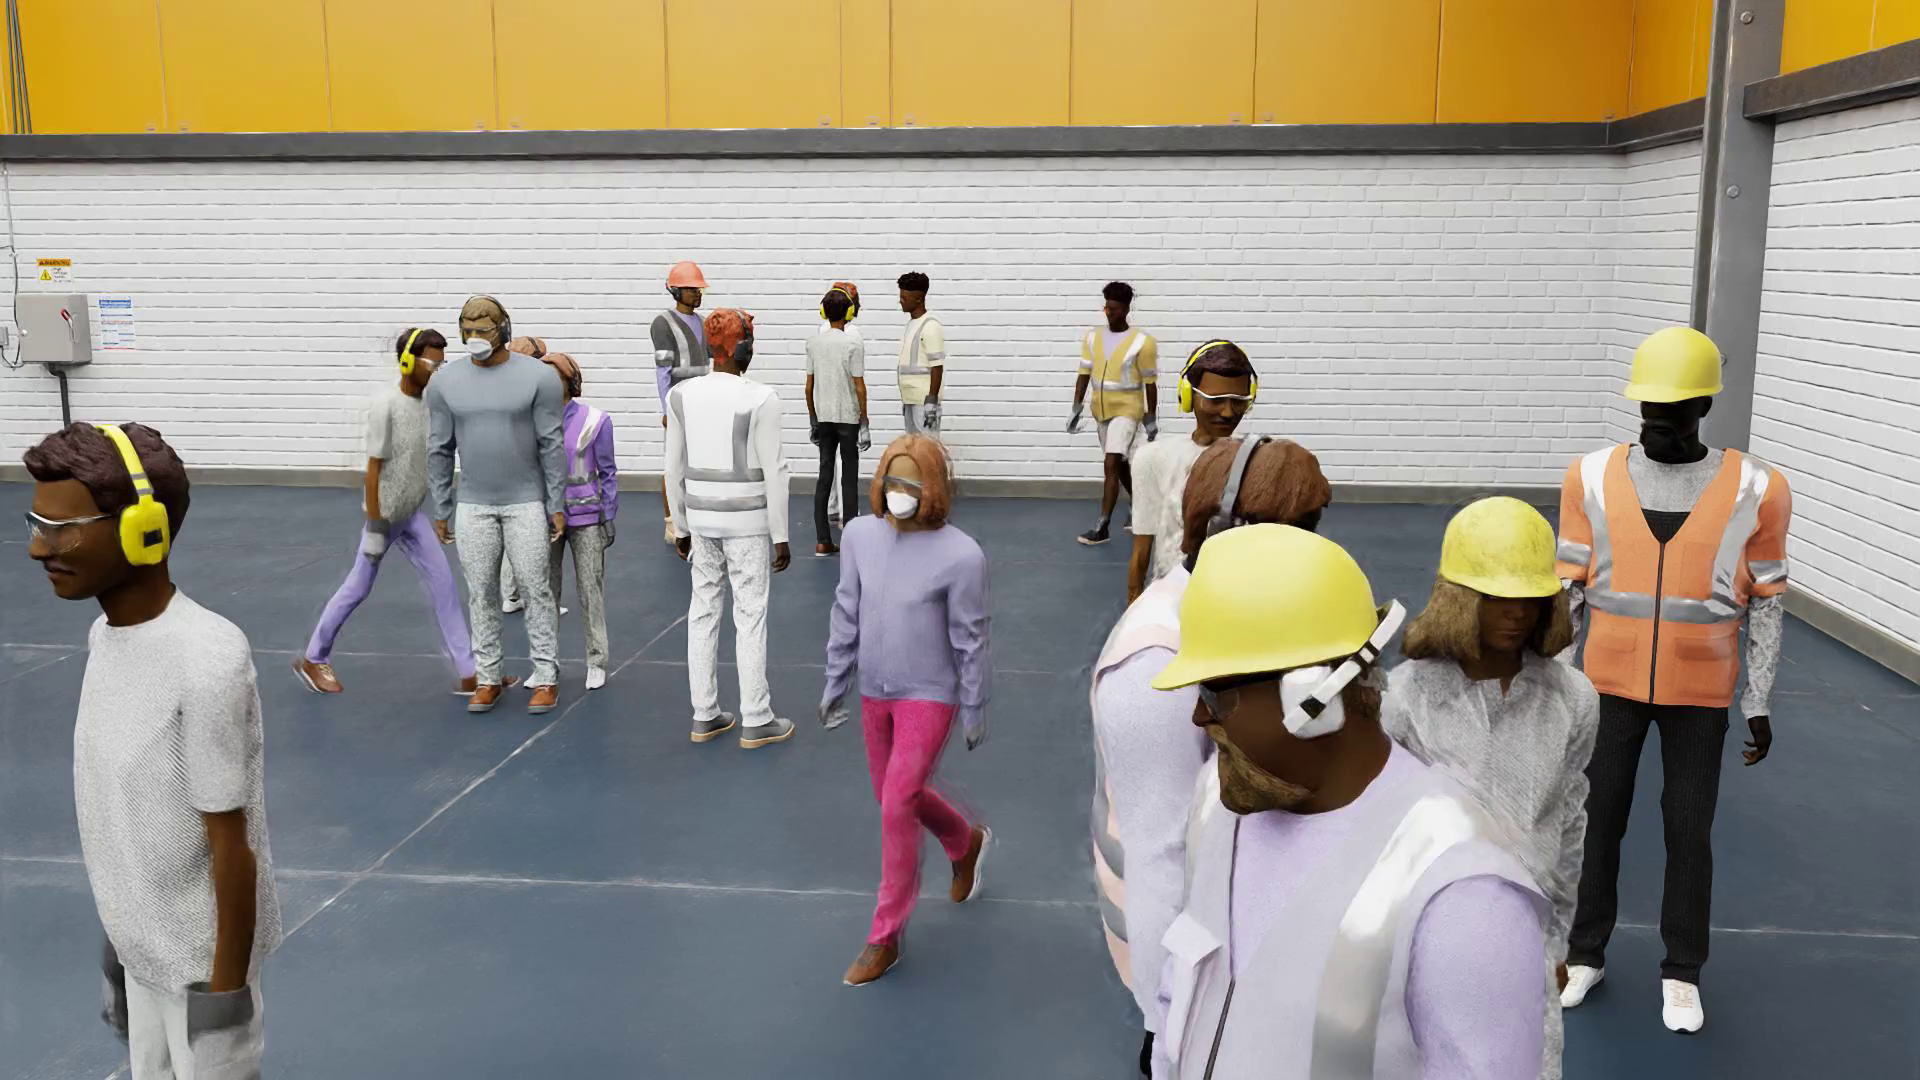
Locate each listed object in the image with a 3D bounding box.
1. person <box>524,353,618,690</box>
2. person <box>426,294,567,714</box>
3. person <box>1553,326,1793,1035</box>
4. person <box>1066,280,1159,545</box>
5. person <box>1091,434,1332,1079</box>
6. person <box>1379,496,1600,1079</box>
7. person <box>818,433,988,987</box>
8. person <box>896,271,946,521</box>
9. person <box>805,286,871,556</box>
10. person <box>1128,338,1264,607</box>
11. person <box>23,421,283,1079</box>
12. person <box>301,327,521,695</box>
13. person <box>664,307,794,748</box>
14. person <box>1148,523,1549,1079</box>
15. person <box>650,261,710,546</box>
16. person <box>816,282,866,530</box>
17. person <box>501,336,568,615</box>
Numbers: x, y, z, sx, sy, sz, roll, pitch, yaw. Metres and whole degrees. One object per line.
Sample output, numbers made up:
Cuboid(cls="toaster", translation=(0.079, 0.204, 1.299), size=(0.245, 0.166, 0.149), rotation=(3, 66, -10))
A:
Cuboid(cls="person", translation=(-1.913, -0.086, 8.052), size=(0.523, 1.639, 0.309), rotation=(1, 10, 4))
Cuboid(cls="person", translation=(-2.120, -0.157, 7.646), size=(0.635, 1.928, 0.382), rotation=(0, 10, -1))
Cuboid(cls="person", translation=(1.904, 0.384, 4.542), size=(0.595, 1.923, 0.372), rotation=(5, 11, 29))
Cuboid(cls="person", translation=(1.181, -0.959, 12.297), size=(0.598, 1.918, 1.041), rotation=(9, 13, 41))
Cuboid(cls="person", translation=(0.445, 0.715, 2.925), size=(0.555, 1.823, 0.645), rotation=(5, 11, 29))
Cuboid(cls="person", translation=(0.918, 0.750, 3.088), size=(0.498, 1.702, 0.886), rotation=(-1, 10, -6))
Cuboid(cls="person", translation=(-0.119, 0.459, 5.029), size=(0.503, 1.603, 0.745), rotation=(7, 12, 36))
Cuboid(cls="person", translation=(-0.318, -1.117, 13.021), size=(0.366, 1.962, 0.614), rotation=(-4, 11, -20))
Cuboid(cls="person", translation=(-0.832, -0.807, 11.509), size=(0.516, 1.877, 0.327), rotation=(6, 11, 30))
Cuboid(cls="person", translation=(0.755, 0.324, 5.078), size=(0.521, 1.861, 0.327), rotation=(-2, 10, -11))
Cuboid(cls="person", translation=(-1.305, 0.730, 2.768), size=(0.511, 1.858, 0.325), rotation=(9, 13, 42))
Cuboid(cls="person", translation=(-2.708, -0.126, 7.907), size=(1.107, 1.789, 0.539), rotation=(3, 10, 15))
Cuboid(cls="person", translation=(-0.987, -0.049, 7.142), size=(0.585, 1.882, 0.337), rotation=(5, 11, 25))
Cuboid(cls="person", translation=(0.476, 0.875, 2.104), size=(0.415, 1.804, 0.626), rotation=(-5, 11, -27))
Cuboid(cls="person", translation=(-1.962, -0.986, 12.049), size=(0.377, 2.045, 0.605), rotation=(4, 11, 24))
Cuboid(cls="person", translation=(-0.898, -1.022, 12.719), size=(0.357, 1.881, 0.574), rotation=(-6, 12, -33))
Cuboid(cls="person", translation=(-2.505, -0.361, 9.660), size=(0.516, 1.633, 0.316), rotation=(6, 12, 33))
